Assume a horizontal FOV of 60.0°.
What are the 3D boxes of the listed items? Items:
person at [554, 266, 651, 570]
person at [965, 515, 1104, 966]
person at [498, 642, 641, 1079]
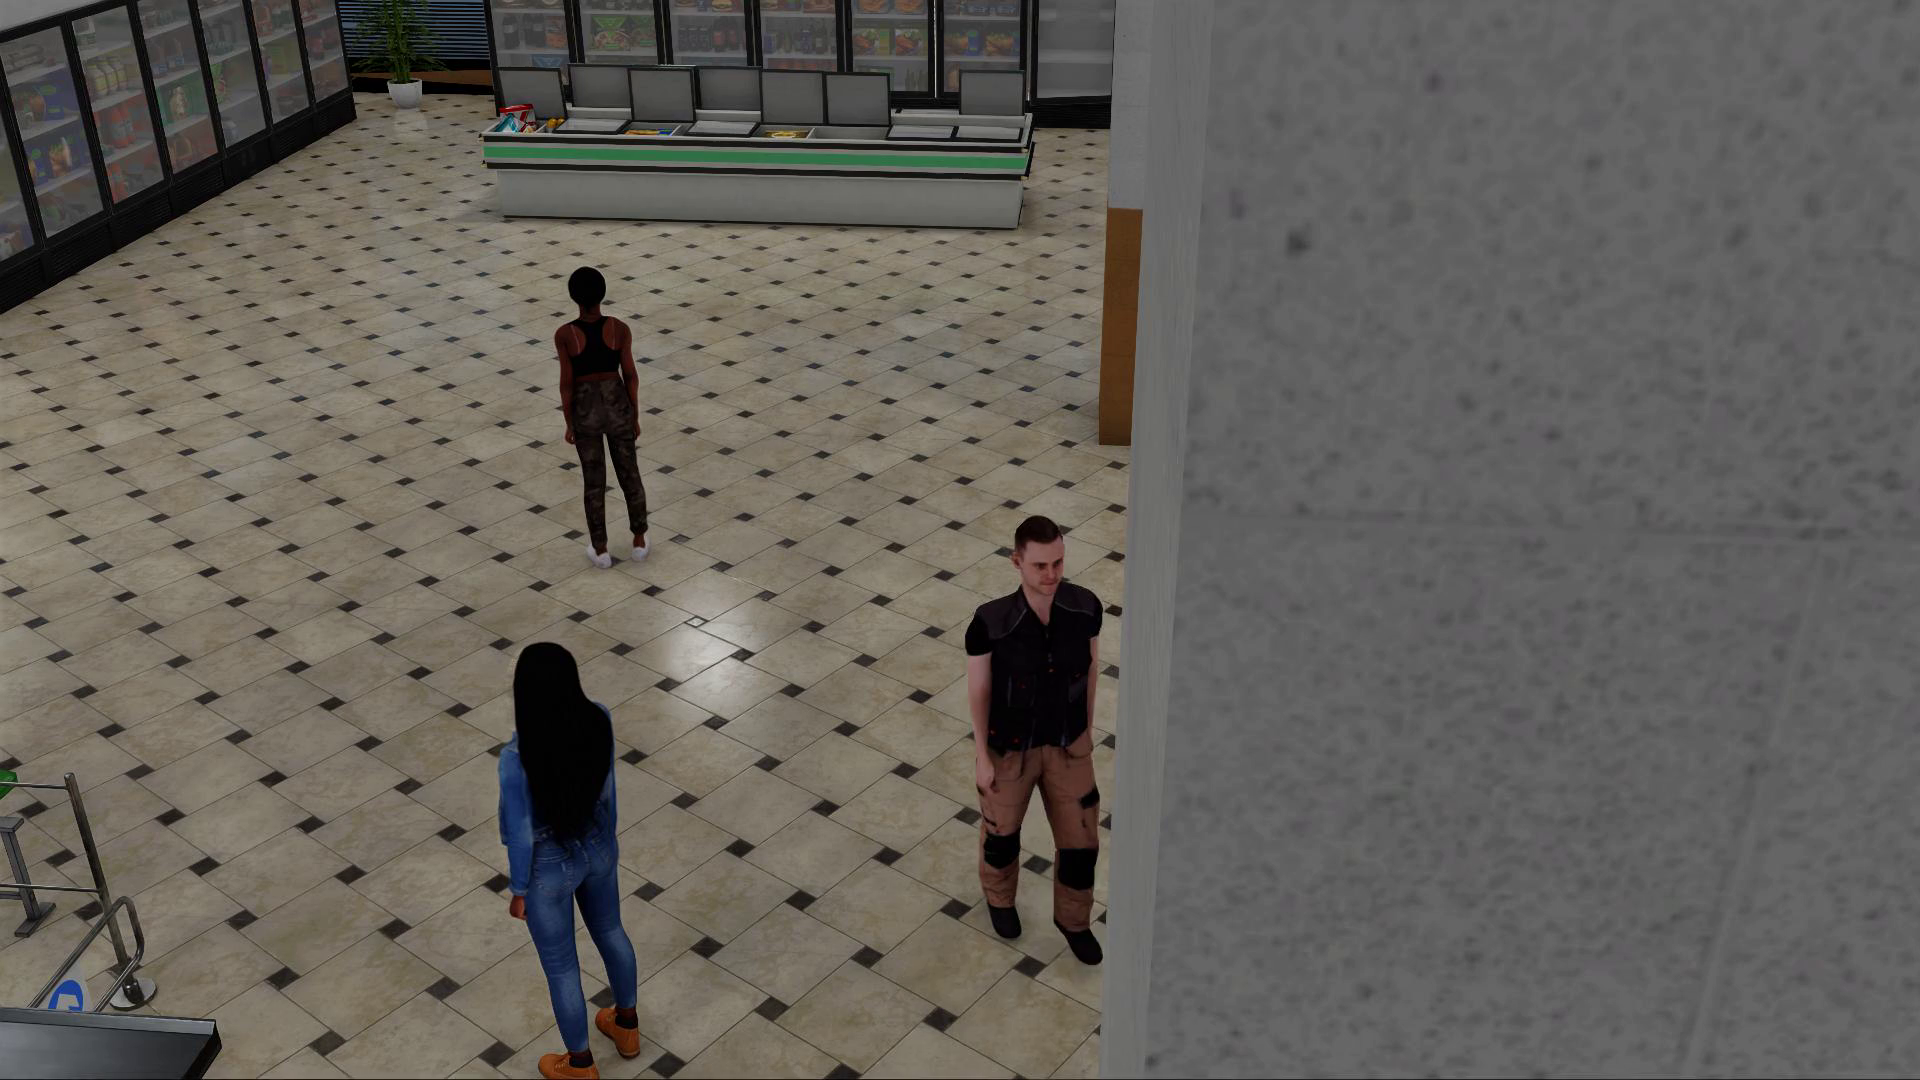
[{"bbox_3d":[-1.933,-0.658,8.978,0.588,1.699,0.707,-9,28,-17],"label":"person"},{"bbox_3d":[0.244,0.688,6.189,0.803,1.822,0.851,-5,27,-9],"label":"person"},{"bbox_3d":[-1.289,1.089,5.519,0.688,1.713,0.677,19,33,33],"label":"person"}]
